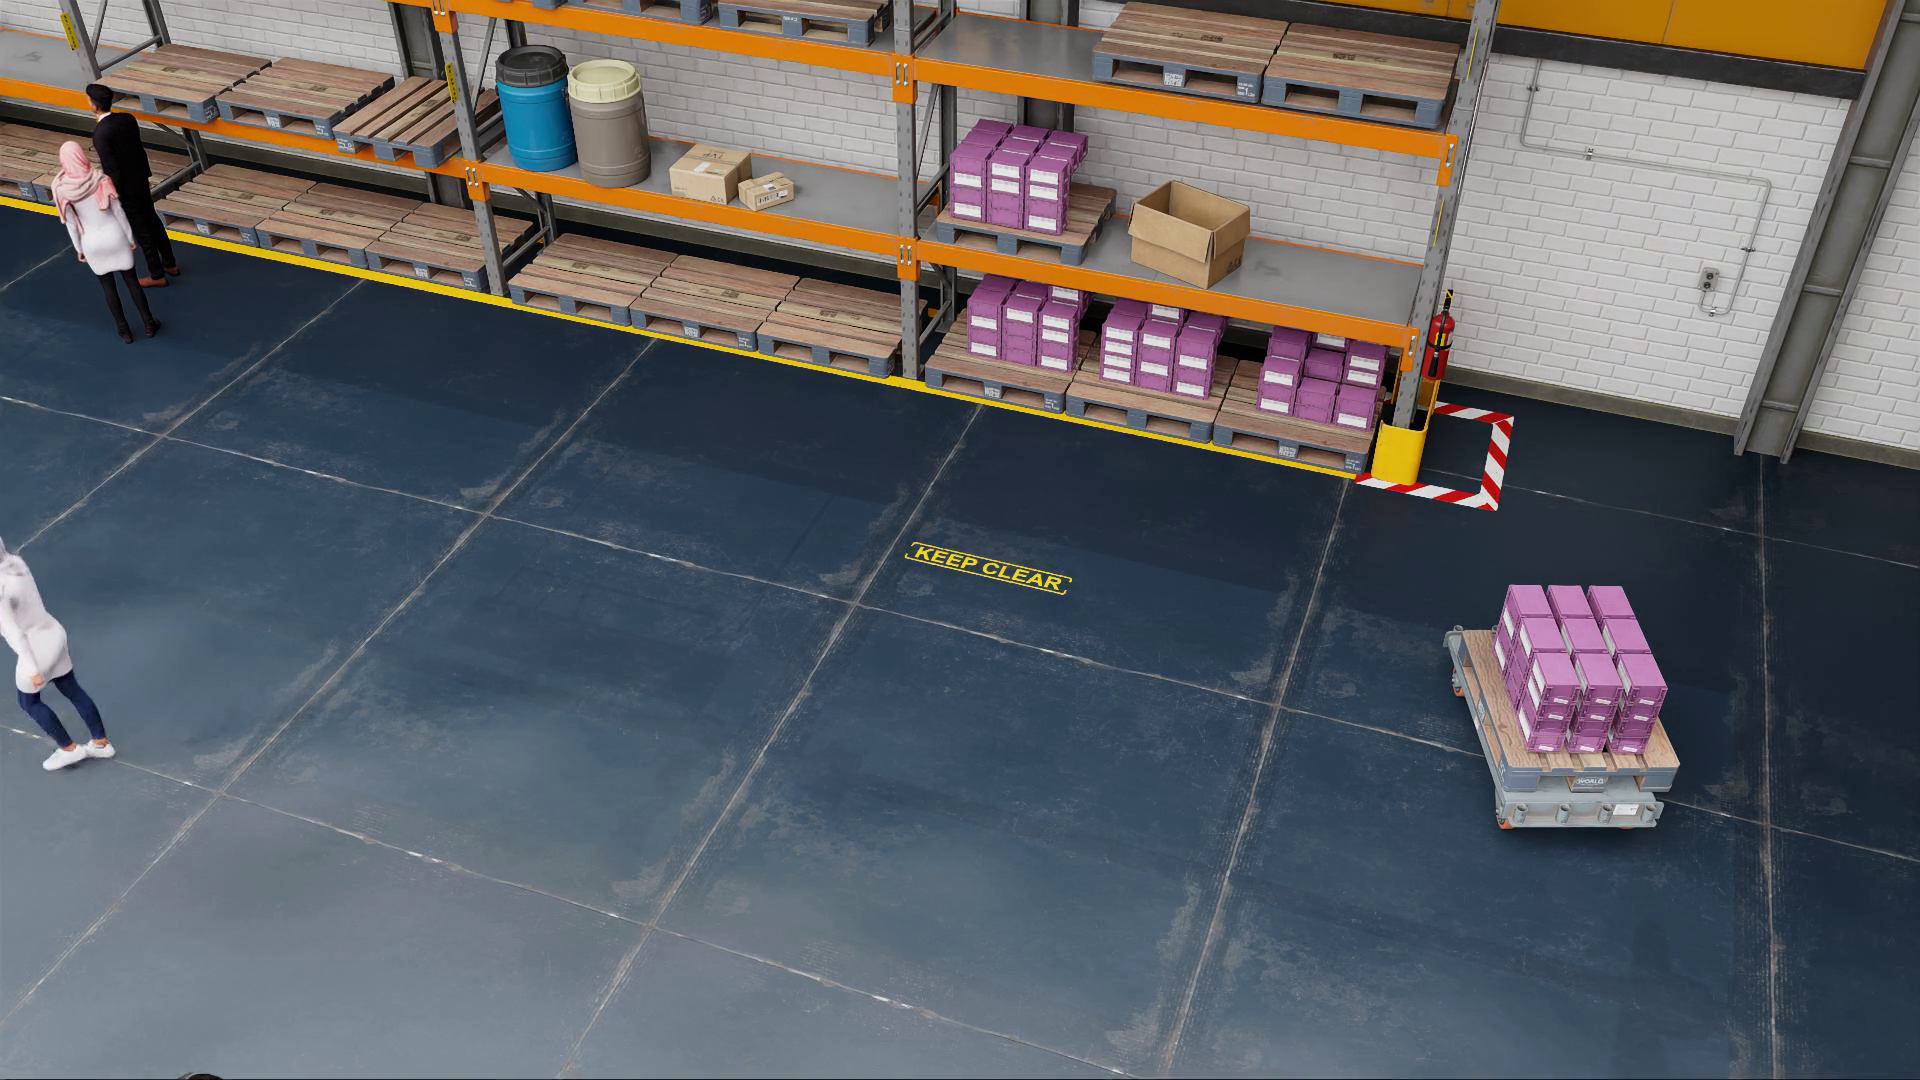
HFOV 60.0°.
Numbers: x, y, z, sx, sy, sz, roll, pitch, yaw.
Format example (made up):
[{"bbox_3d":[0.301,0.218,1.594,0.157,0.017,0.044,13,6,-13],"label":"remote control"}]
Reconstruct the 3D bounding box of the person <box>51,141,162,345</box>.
[{"bbox_3d":[-7.166,-2.492,13.926,0.733,1.803,0.791,-17,42,-20],"label":"person"}]

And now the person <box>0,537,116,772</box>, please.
[{"bbox_3d":[-5.451,0.656,10.022,0.795,1.756,0.763,-4,39,-6],"label":"person"}]

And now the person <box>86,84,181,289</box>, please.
[{"bbox_3d":[-7.311,-3.127,14.656,0.627,1.883,0.746,5,39,6],"label":"person"}]
